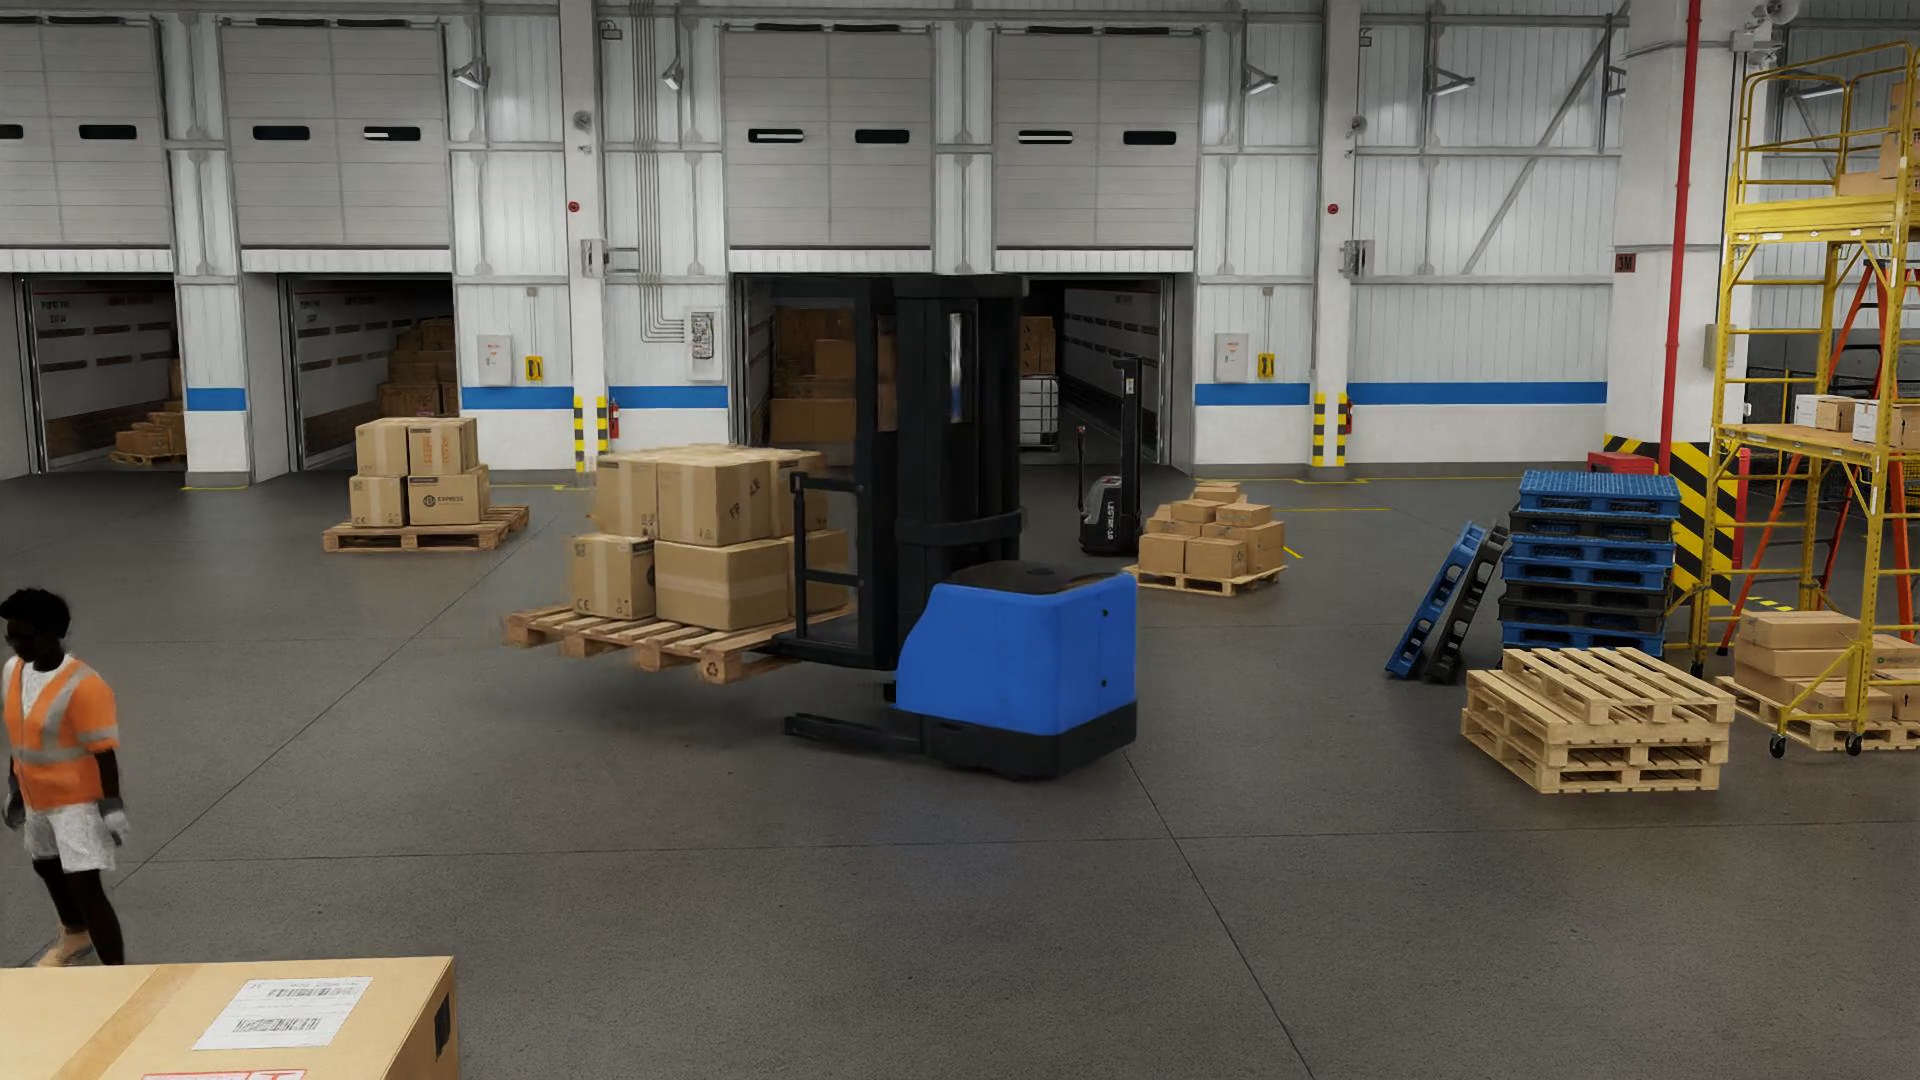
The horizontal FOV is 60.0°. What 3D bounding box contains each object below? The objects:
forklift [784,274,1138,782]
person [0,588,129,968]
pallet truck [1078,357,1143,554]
[{"bbox_3d":[0.024,-0.165,9.784,1.873,2.768,1.129,6,11,34],"label":"forklift"},{"bbox_3d":[-3.434,0.987,6.404,0.721,1.655,0.465,5,10,28],"label":"person"},{"bbox_3d":[2.088,-0.836,16.757,1.885,1.965,0.823,2,9,13],"label":"pallet truck"}]
